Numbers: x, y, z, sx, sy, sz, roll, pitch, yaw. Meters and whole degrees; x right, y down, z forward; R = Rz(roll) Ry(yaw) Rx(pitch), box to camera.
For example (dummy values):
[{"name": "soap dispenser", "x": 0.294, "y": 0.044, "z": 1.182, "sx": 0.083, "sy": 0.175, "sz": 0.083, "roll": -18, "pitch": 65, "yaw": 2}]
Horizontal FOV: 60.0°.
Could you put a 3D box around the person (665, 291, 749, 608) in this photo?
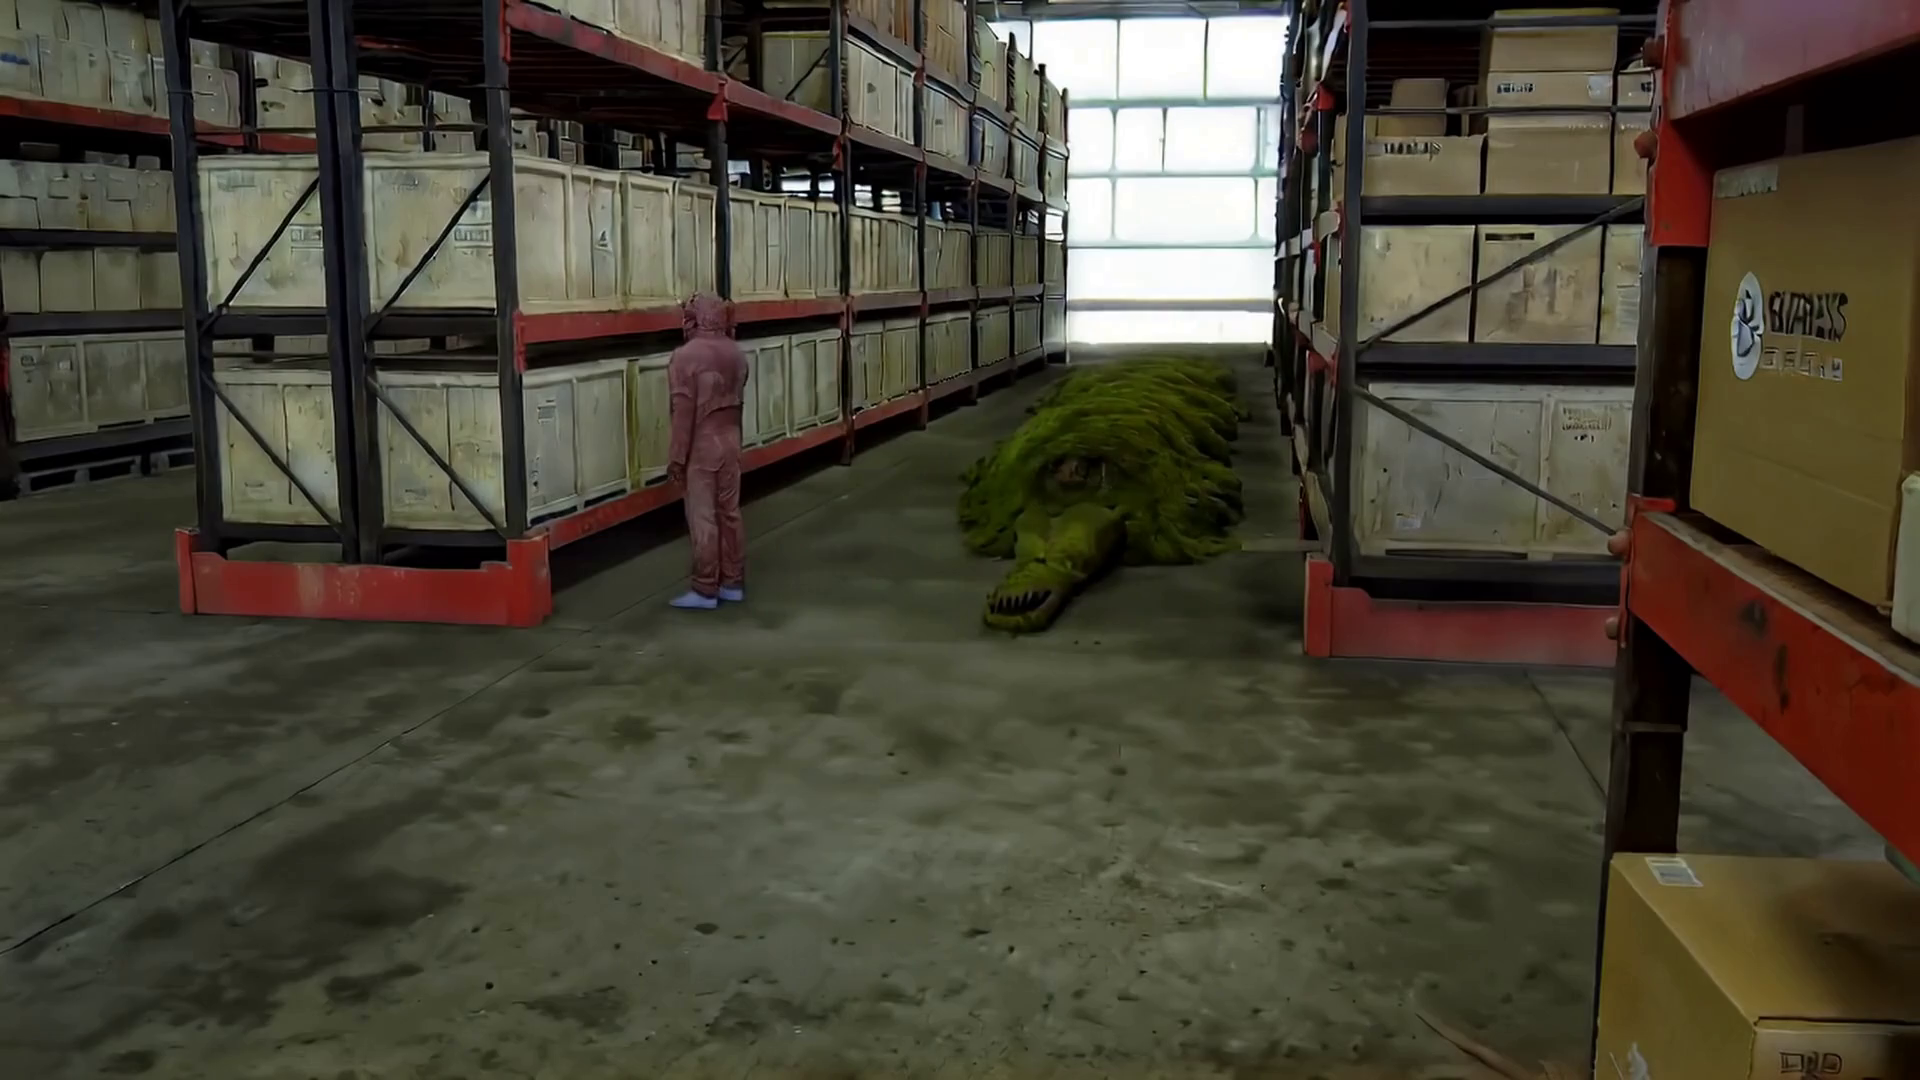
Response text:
[{"name": "person", "x": -1.558, "y": -0.546, "z": 10.084, "sx": 0.404, "sy": 1.911, "sz": 0.636, "roll": 5, "pitch": 11, "yaw": 29}]

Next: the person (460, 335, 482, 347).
[{"name": "person", "x": -5.139, "y": -1.854, "z": 18.184, "sx": 0.651, "sy": 1.913, "sz": 0.410, "roll": -5, "pitch": 10, "yaw": -27}]
